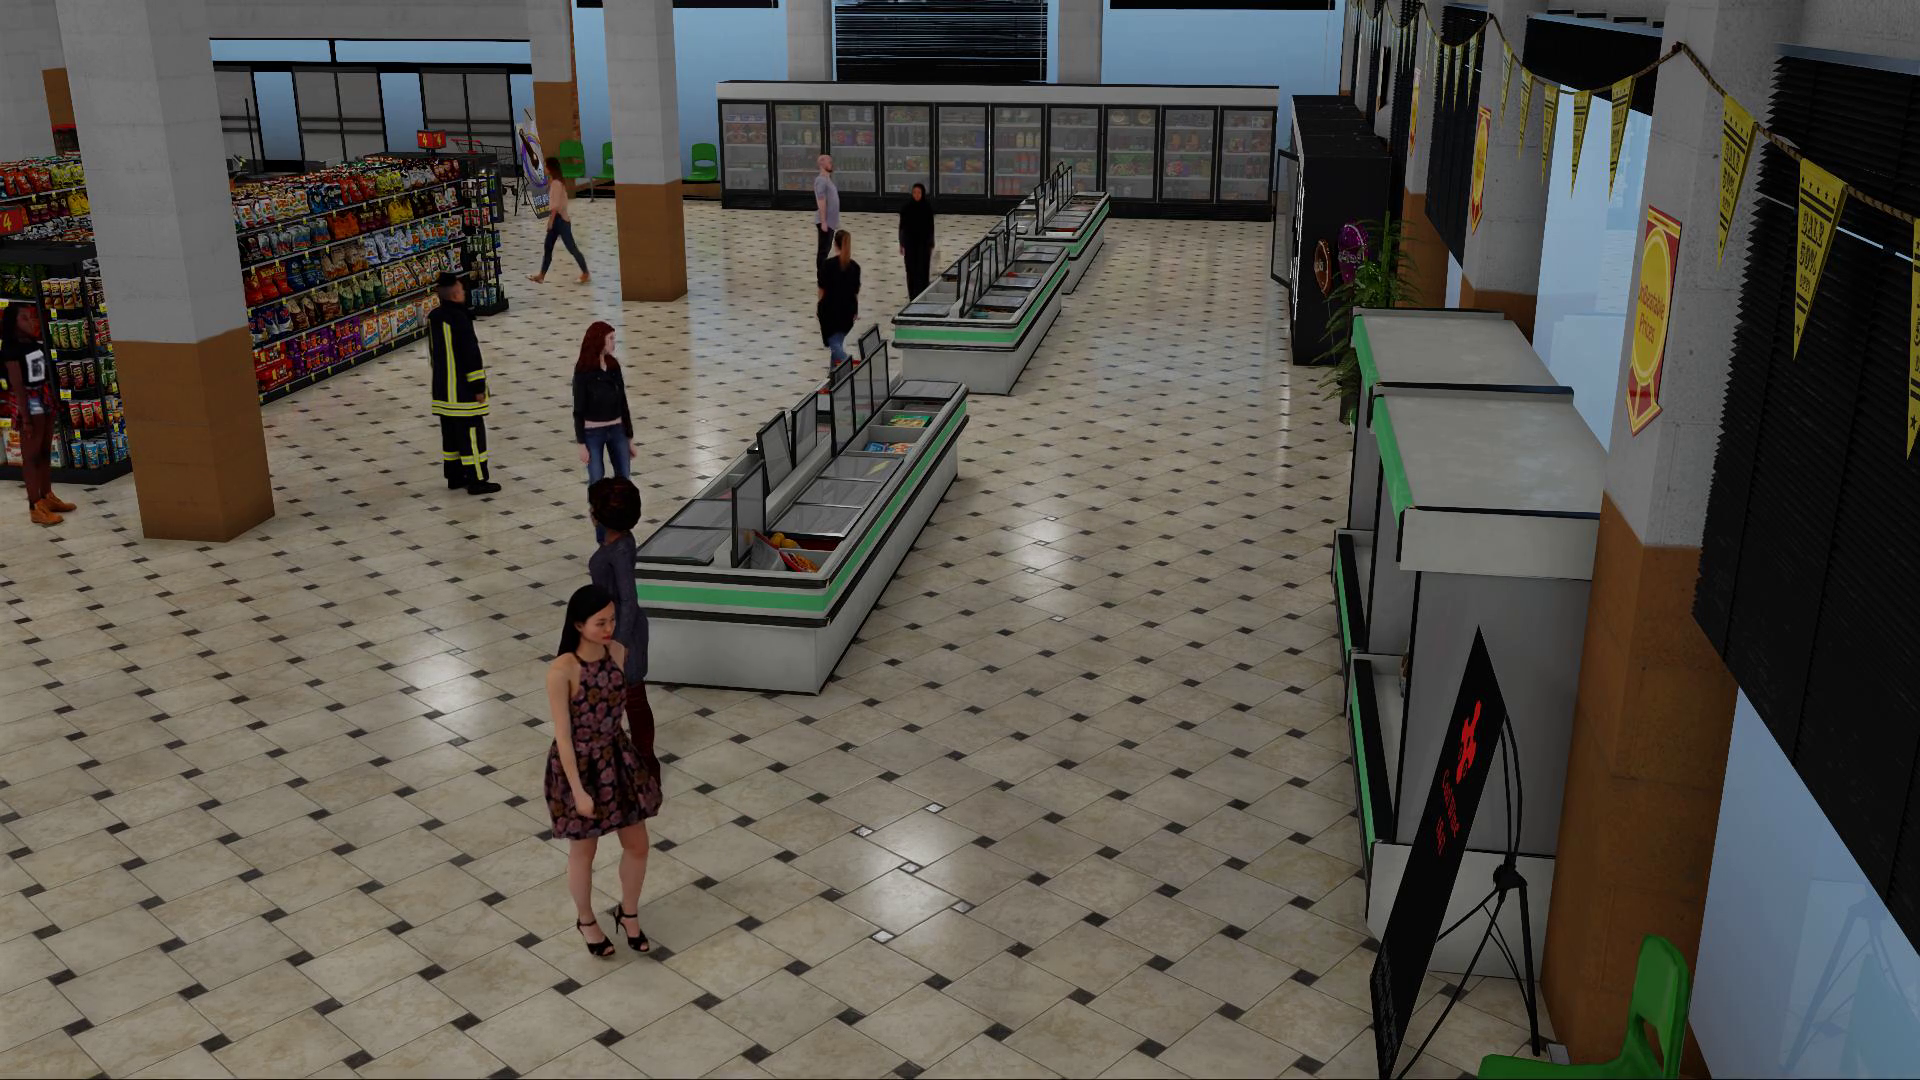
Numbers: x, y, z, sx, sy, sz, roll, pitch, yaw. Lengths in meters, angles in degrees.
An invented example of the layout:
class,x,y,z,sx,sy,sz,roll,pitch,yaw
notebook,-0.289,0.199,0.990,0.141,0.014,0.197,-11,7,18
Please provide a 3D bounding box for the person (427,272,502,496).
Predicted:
class,x,y,z,sx,sy,sz,roll,pitch,yaw
person,-4.170,-1.314,13.828,0.870,1.860,0.885,16,24,38

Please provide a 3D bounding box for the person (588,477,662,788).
class,x,y,z,sx,sy,sz,roll,pitch,yaw
person,-1.752,0.497,8.694,0.725,1.710,0.593,-5,19,-15

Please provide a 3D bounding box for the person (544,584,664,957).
class,x,y,z,sx,sy,sz,roll,pitch,yaw
person,-1.561,1.017,7.068,0.848,1.762,0.792,16,24,38

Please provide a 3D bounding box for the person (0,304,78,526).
class,x,y,z,sx,sy,sz,roll,pitch,yaw
person,-7.318,-1.006,13.121,0.738,1.728,0.627,-2,19,-7

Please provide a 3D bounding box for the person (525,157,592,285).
class,x,y,z,sx,sy,sz,roll,pitch,yaw
person,-5.477,-4.399,23.169,1.050,1.737,1.151,-7,20,-19

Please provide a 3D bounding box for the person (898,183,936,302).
class,x,y,z,sx,sy,sz,roll,pitch,yaw
person,-0.555,-3.863,21.776,0.657,1.611,1.095,2,19,6

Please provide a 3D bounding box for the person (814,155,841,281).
class,x,y,z,sx,sy,sz,roll,pitch,yaw
person,-1.856,-4.408,23.040,0.741,1.837,0.551,1,19,4

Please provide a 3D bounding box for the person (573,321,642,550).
class,x,y,z,sx,sy,sz,roll,pitch,yaw
person,-2.621,-0.705,12.156,0.696,1.774,0.781,-9,21,-26

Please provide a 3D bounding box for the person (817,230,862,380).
class,x,y,z,sx,sy,sz,roll,pitch,yaw
person,-1.210,-2.319,17.131,0.973,1.654,1.140,-8,20,-22
